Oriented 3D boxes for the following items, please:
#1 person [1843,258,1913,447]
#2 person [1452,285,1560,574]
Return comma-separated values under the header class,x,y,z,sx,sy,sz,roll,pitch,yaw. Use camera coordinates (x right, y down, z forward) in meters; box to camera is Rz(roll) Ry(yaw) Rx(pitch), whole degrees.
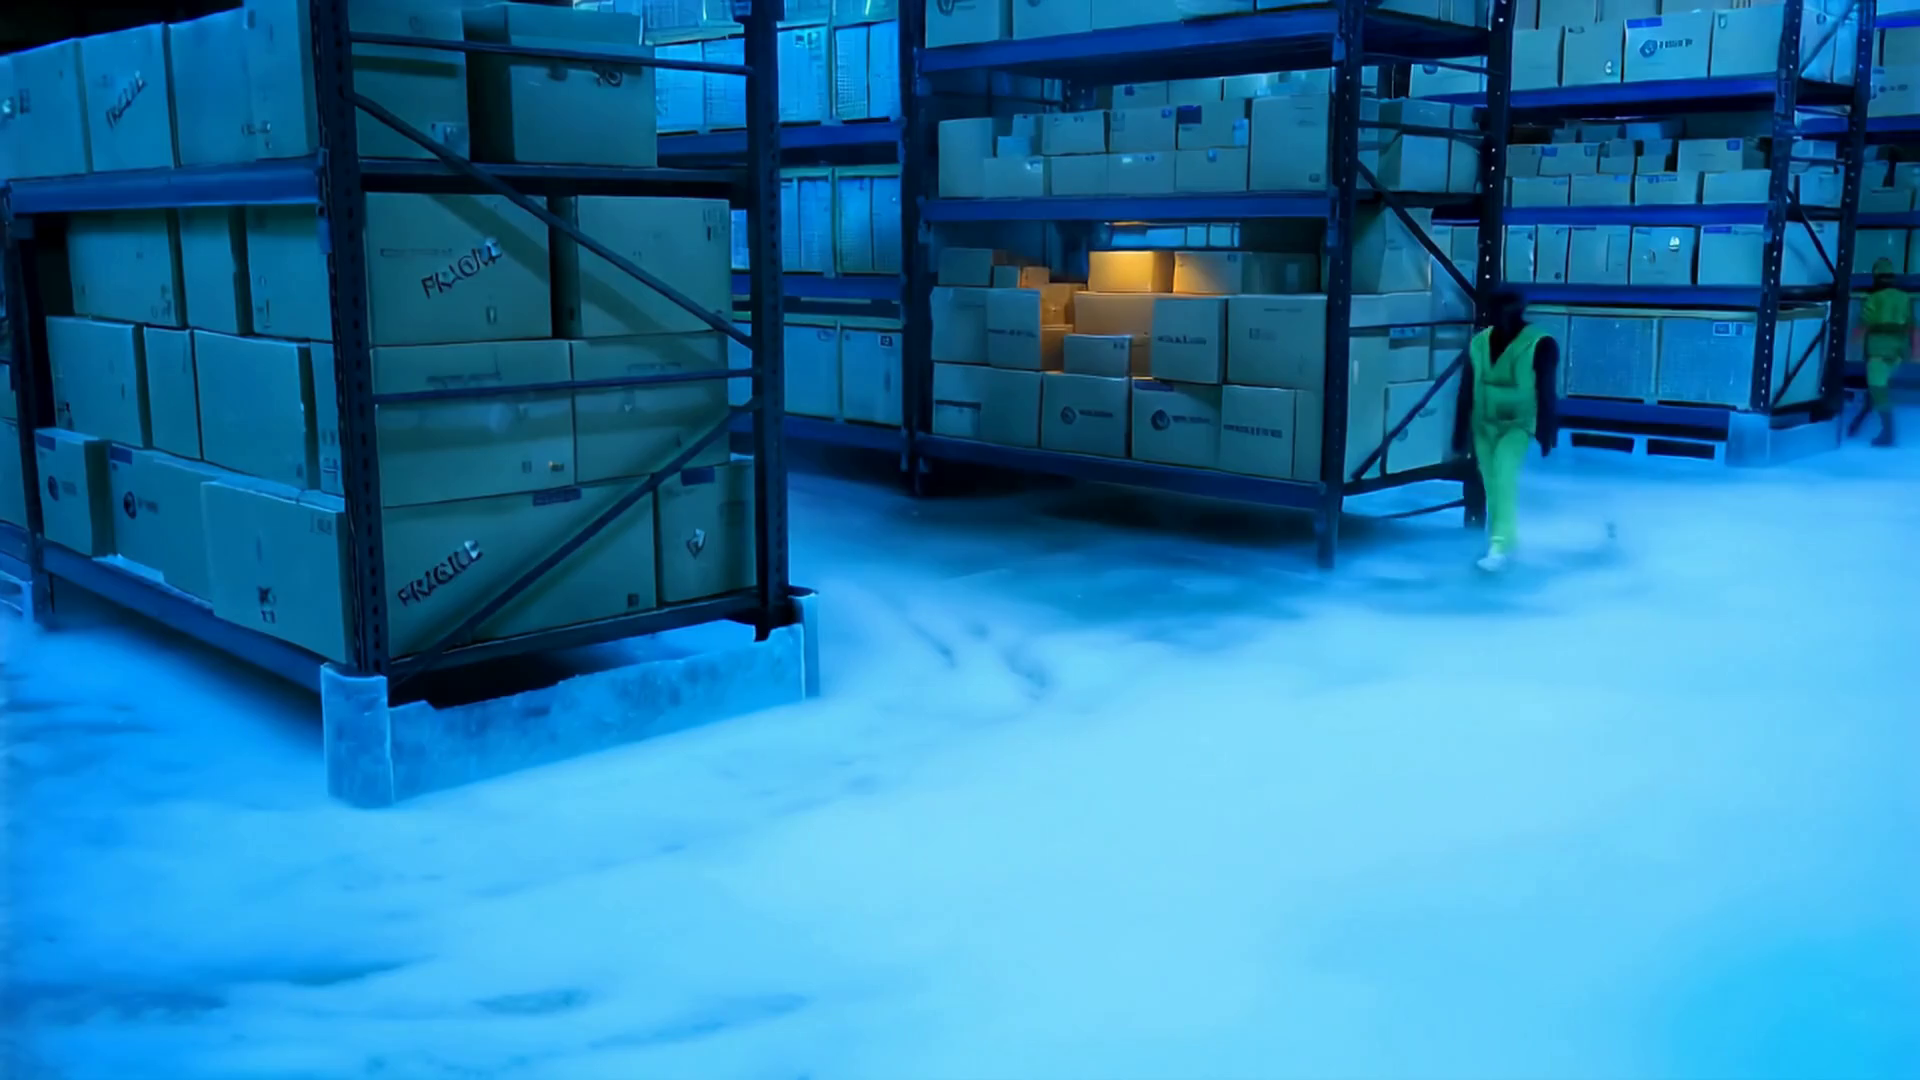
class,x,y,z,sx,sy,sz,roll,pitch,yaw
person,9.347,-1.932,17.065,0.560,1.888,0.987,-3,11,-14
person,3.378,-0.695,10.544,0.713,1.816,0.655,-7,13,-34
